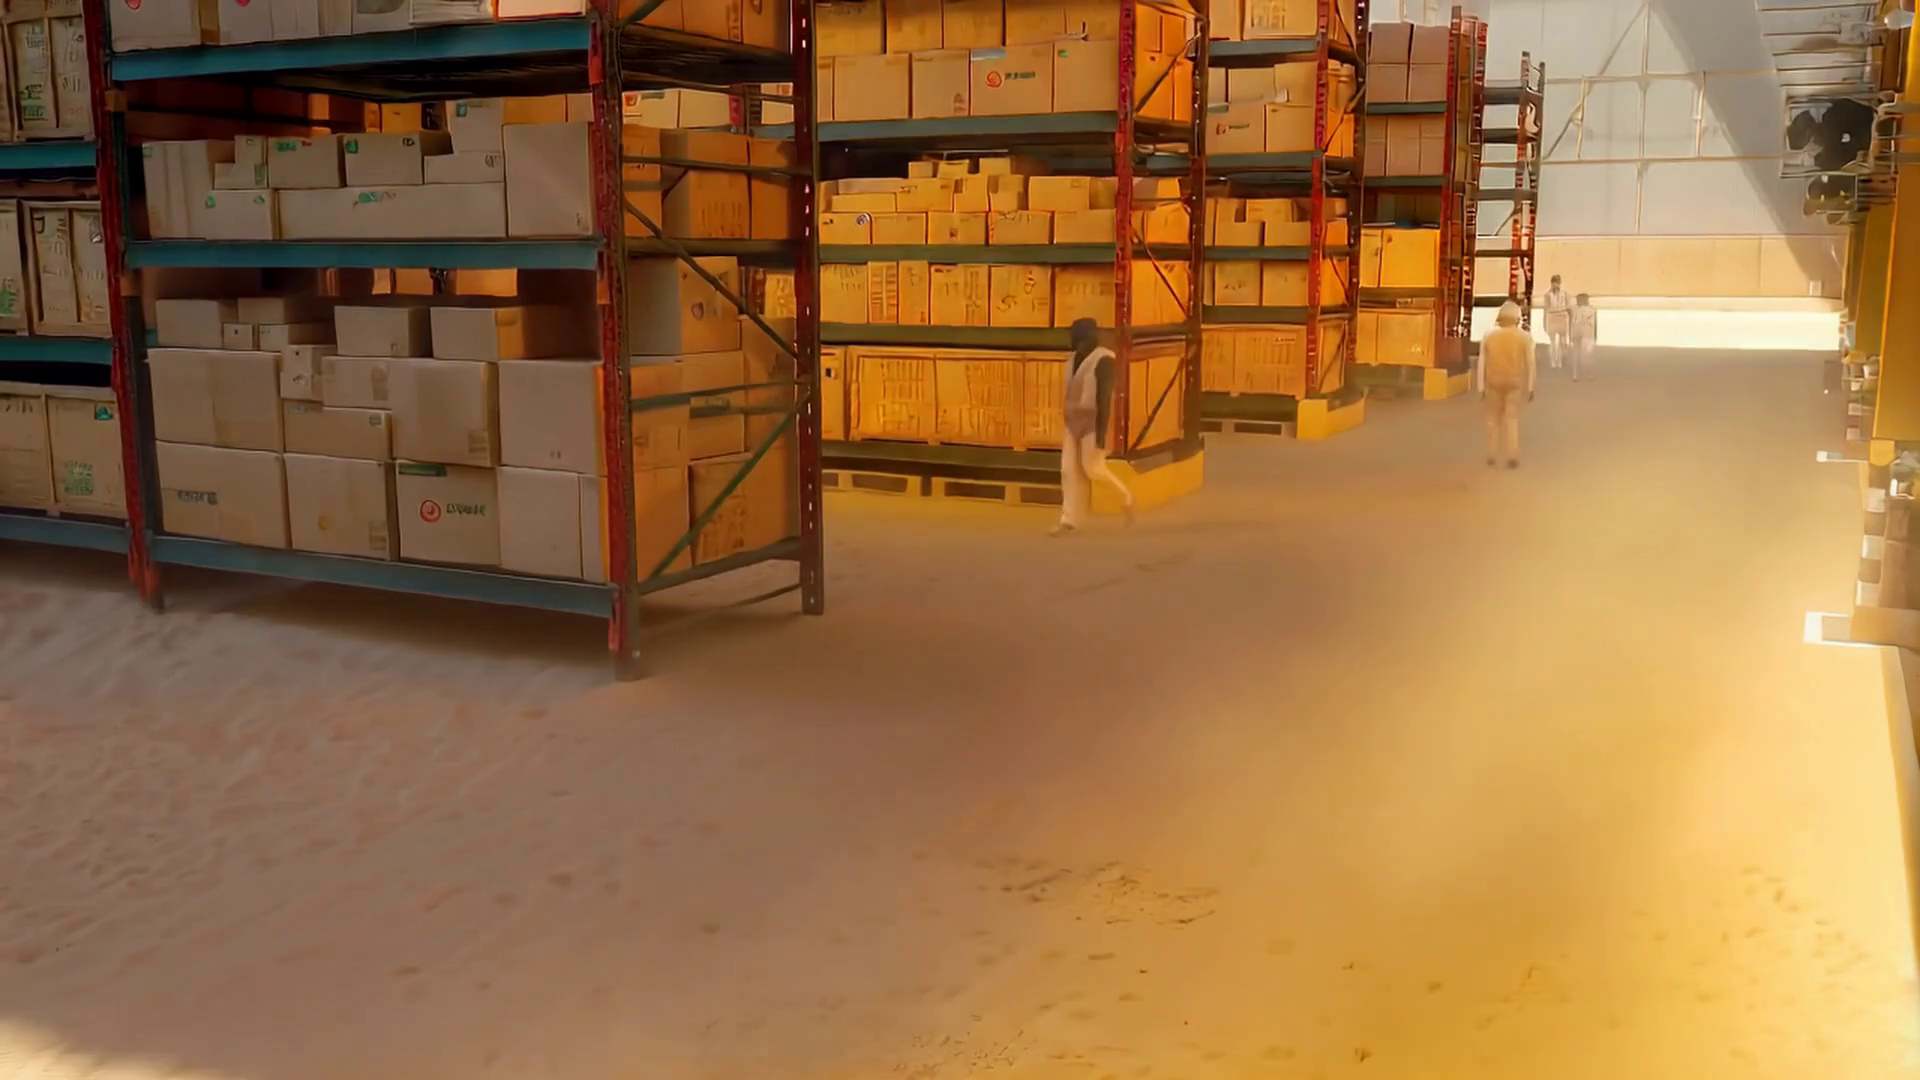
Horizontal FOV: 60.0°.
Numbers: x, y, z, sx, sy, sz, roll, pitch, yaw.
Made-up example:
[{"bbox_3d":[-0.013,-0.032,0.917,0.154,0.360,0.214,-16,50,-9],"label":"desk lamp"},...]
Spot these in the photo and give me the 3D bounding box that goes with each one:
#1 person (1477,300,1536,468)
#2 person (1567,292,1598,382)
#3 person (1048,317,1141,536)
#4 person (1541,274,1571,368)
[{"bbox_3d":[5.972,-1.704,18.185,0.600,1.831,0.404,3,10,19],"label":"person"},{"bbox_3d":[11.265,-3.671,30.119,0.531,1.622,0.423,6,11,31],"label":"person"},{"bbox_3d":[1.109,-0.931,13.711,0.722,1.818,0.634,-6,11,-30],"label":"person"},{"bbox_3d":[12.090,-4.440,33.753,0.578,1.909,0.541,4,11,21],"label":"person"}]
